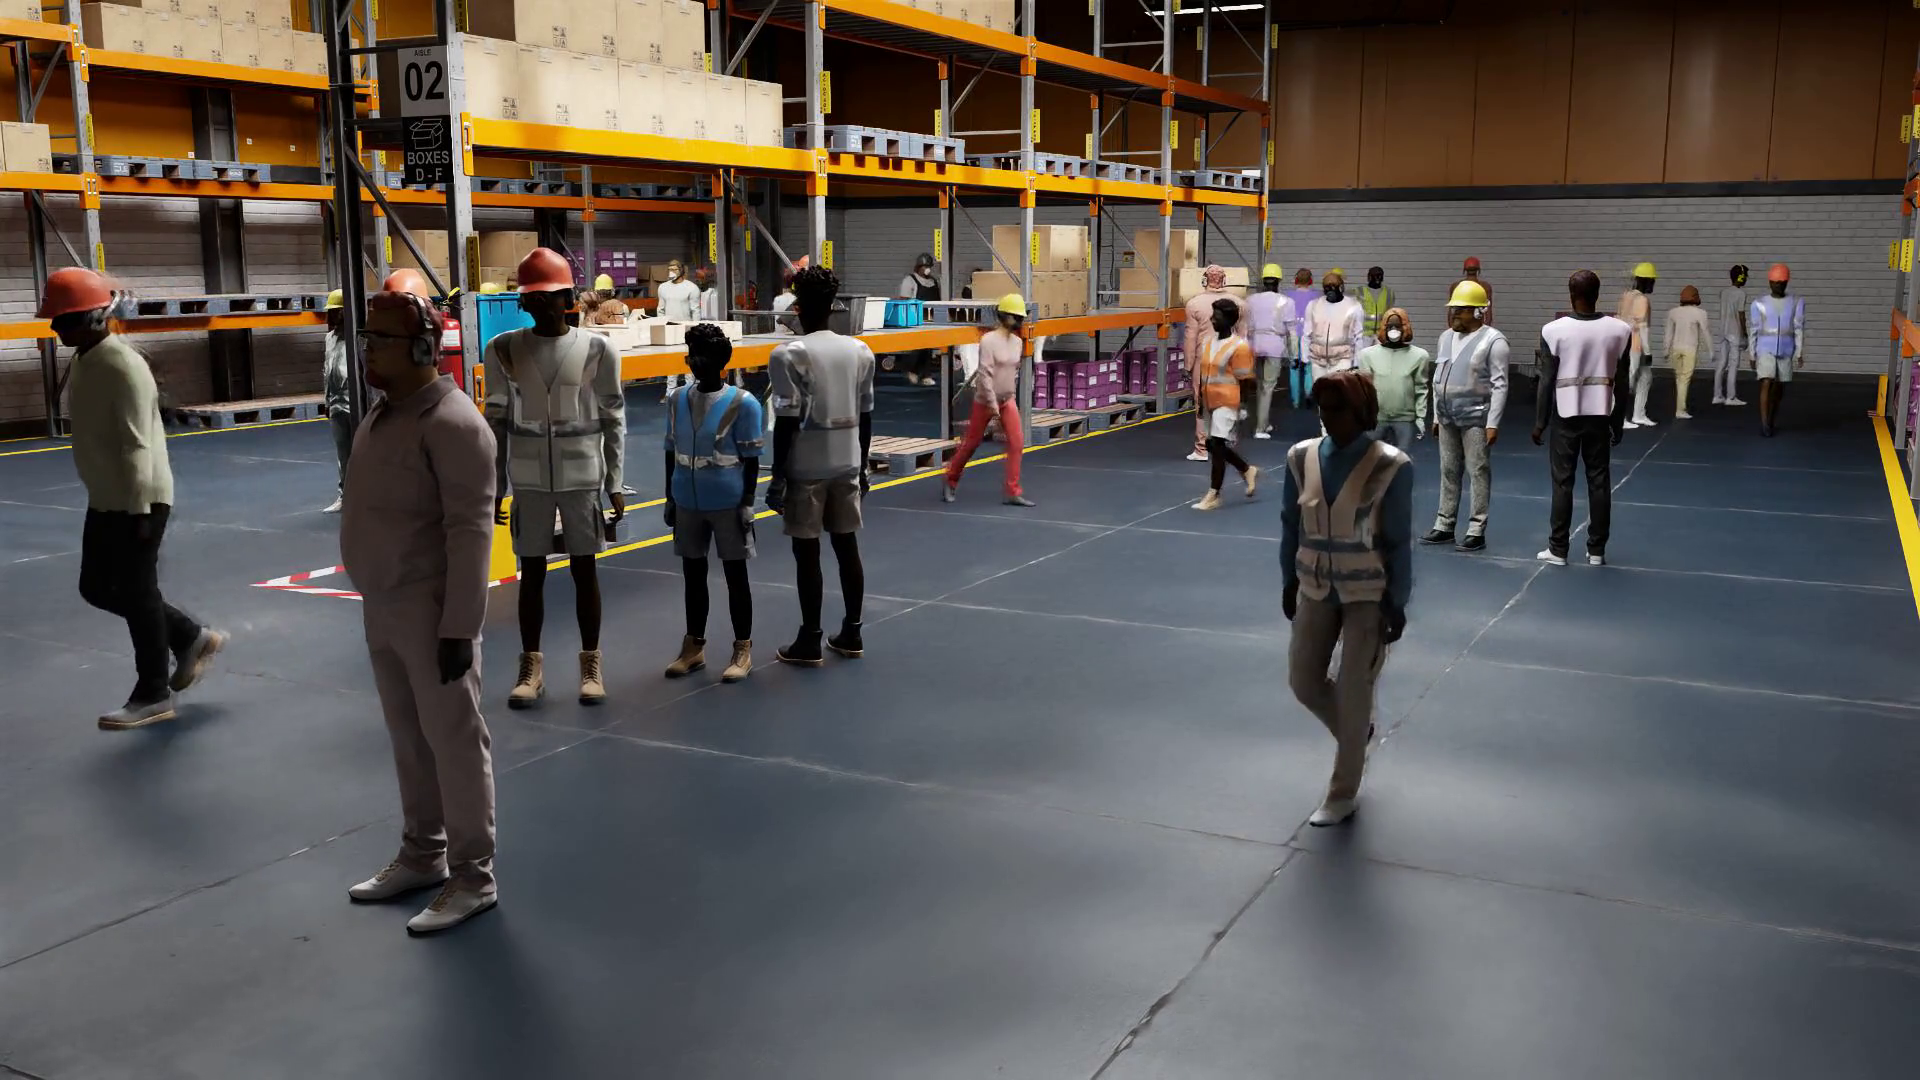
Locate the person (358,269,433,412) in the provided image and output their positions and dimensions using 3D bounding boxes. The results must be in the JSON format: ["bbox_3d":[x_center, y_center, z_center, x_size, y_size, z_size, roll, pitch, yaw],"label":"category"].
[{"bbox_3d":[-3.195,-0.596,9.652,0.541,1.932,0.382,5,11,25],"label":"person"}]

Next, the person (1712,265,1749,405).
[{"bbox_3d":[10.300,-2.721,22.149,0.344,1.865,0.536,-2,10,-13],"label":"person"}]

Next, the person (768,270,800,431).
[{"bbox_3d":[-1.917,-2.168,19.064,0.560,1.815,0.959,6,12,32],"label":"person"}]

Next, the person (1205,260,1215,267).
[{"bbox_3d":[3.634,-3.305,25.385,0.543,1.915,0.650,-1,10,-3],"label":"person"}]

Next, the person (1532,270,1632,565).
[{"bbox_3d":[4.021,-0.783,10.776,0.588,1.914,0.391,0,10,2],"label":"person"}]

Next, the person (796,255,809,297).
[{"bbox_3d":[-1.980,-2.717,21.734,0.378,1.996,0.610,1,10,4],"label":"person"}]

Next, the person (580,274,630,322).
[{"bbox_3d":[-4.107,-2.193,19.314,0.571,1.787,0.891,0,10,-2],"label":"person"}]

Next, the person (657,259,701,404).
[{"bbox_3d":[-3.758,-2.776,22.242,0.628,1.940,0.377,3,10,19],"label":"person"}]

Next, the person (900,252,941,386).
[{"bbox_3d":[-0.533,-3.361,25.330,0.703,2.000,0.536,-7,12,-37],"label":"person"}]

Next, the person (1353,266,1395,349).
[{"bbox_3d":[5.714,-2.858,23.028,0.644,1.839,0.452,0,10,2],"label":"person"}]

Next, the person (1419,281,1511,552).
[{"bbox_3d":[3.438,-0.839,11.330,0.404,1.834,0.591,-6,11,-30],"label":"person"}]

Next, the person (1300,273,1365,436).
[{"bbox_3d":[3.823,-1.844,17.225,0.622,1.808,0.702,5,11,26],"label":"person"}]

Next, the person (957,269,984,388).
[{"bbox_3d":[0.168,-3.179,25.030,0.440,1.788,0.781,7,12,33],"label":"person"}]

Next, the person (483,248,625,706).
[{"bbox_3d":[-1.798,-0.265,7.401,0.611,2.042,0.396,-1,10,-6],"label":"person"}]

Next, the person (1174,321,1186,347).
[{"bbox_3d":[3.851,-3.807,28.316,0.403,1.905,0.651,-4,10,-20],"label":"person"}]

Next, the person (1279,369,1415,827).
[{"bbox_3d":[1.407,0.192,5.958,0.528,1.622,0.475,9,13,42],"label":"person"}]

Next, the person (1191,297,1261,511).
[{"bbox_3d":[2.131,-1.080,13.166,0.699,1.680,0.536,-5,11,-27],"label":"person"}]

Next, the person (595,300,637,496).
[{"bbox_3d":[-2.895,-1.190,13.939,0.280,1.634,0.498,-3,10,-17],"label":"person"}]

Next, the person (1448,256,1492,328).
[{"bbox_3d":[7.480,-3.167,24.418,0.619,1.975,0.722,4,11,21],"label":"person"}]

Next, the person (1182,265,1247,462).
[{"bbox_3d":[2.447,-1.708,16.158,0.658,1.909,0.401,-3,10,-16],"label":"person"}]

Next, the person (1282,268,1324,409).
[{"bbox_3d":[4.430,-2.608,21.587,0.576,1.826,0.444,1,10,8],"label":"person"}]

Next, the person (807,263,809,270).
[{"bbox_3d":[-1.749,-2.414,20.117,0.404,1.948,0.605,0,10,-2],"label":"person"}]

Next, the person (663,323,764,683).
[{"bbox_3d":[-1.179,-0.174,7.877,0.533,1.697,0.318,4,11,22],"label":"person"}]

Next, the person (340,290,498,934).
[{"bbox_3d":[-1.650,0.211,5.029,0.408,1.913,0.643,-9,14,-43],"label":"person"}]

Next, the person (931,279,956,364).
[{"bbox_3d":[-0.241,-4.099,30.214,0.569,1.825,0.942,-9,14,-44],"label":"person"}]

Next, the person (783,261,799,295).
[{"bbox_3d":[-2.333,-3.100,24.260,0.558,1.899,0.571,6,12,32],"label":"person"}]

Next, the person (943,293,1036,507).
[{"bbox_3d":[0.219,-1.131,13.380,0.543,1.711,0.820,-10,14,-44],"label":"person"}]

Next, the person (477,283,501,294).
[{"bbox_3d":[-4.333,-1.541,15.682,0.524,1.734,0.582,7,12,36],"label":"person"}]

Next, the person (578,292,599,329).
[{"bbox_3d":[-4.066,-1.888,18.089,0.877,1.594,0.522,-9,13,-41],"label":"person"}]

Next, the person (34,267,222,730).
[{"bbox_3d":[-3.557,-0.177,7.132,0.621,1.970,0.628,8,12,38],"label":"person"}]

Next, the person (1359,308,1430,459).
[{"bbox_3d":[3.096,-0.844,11.934,0.501,1.633,0.282,2,10,13],"label":"person"}]

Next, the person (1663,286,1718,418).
[{"bbox_3d":[9.025,-2.303,20.471,0.772,1.605,0.587,-7,12,-35],"label":"person"}]

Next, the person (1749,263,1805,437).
[{"bbox_3d":[9.060,-2.118,18.513,0.544,1.913,0.849,3,10,16],"label":"person"}]

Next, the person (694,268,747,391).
[{"bbox_3d":[-3.460,-2.910,23.404,1.008,1.821,0.614,-9,13,-41],"label":"person"}]

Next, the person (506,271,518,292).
[{"bbox_3d":[-4.924,-2.138,18.907,0.550,1.818,0.603,1,10,3],"label":"person"}]

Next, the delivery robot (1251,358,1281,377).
[{"bbox_3d":[4.510,-2.598,24.942,0.477,0.478,0.707,-4,10,-22],"label":"delivery robot"}]

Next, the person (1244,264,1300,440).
[{"bbox_3d":[3.413,-2.054,18.167,0.612,1.891,0.839,7,12,35],"label":"person"}]

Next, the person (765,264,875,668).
[{"bbox_3d":[-0.691,-0.360,8.171,0.617,1.964,0.361,-9,13,-41],"label":"person"}]

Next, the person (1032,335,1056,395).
[{"bbox_3d":[1.119,-3.027,24.062,0.518,1.823,0.993,6,11,30],"label":"person"}]

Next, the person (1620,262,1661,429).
[{"bbox_3d":[7.847,-2.216,19.074,0.684,1.904,0.624,2,10,10],"label":"person"}]

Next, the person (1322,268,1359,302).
[{"bbox_3d":[5.085,-2.774,22.563,0.588,1.824,0.403,7,12,34],"label":"person"}]

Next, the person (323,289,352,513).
[{"bbox_3d":[-4.730,-1.058,12.859,0.485,1.744,0.294,5,11,25],"label":"person"}]
